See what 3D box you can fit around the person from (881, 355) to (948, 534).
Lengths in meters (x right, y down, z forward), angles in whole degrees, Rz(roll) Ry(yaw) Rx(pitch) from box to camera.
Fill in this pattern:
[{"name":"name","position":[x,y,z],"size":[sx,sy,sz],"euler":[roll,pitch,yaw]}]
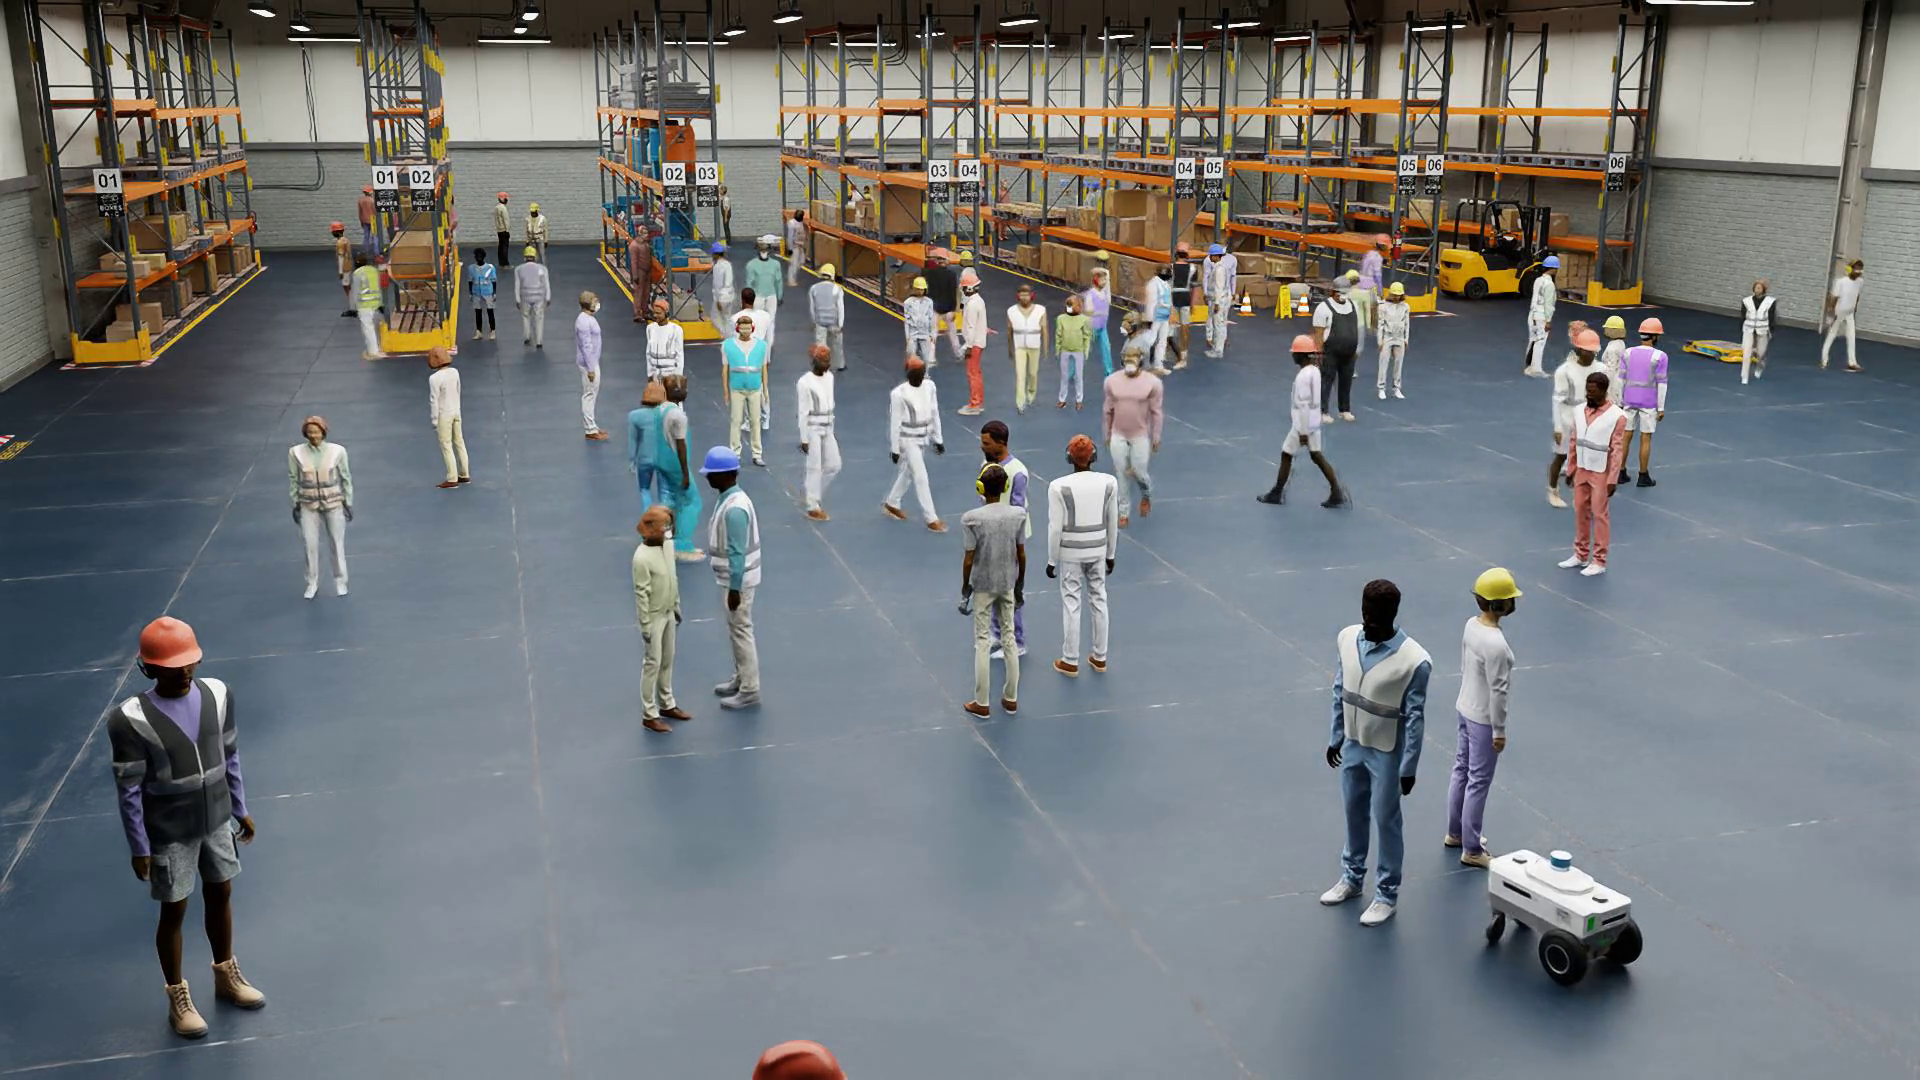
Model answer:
[{"name":"person","position":[-0.519,-1.021,17.182],"size":[0.966,1.840,0.583],"euler":[12,19,37]}]

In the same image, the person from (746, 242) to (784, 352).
[{"name":"person","position":[-3.425,-4.274,29.244],"size":[0.645,1.927,0.442],"euler":[-5,16,-19]}]

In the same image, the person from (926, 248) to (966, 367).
[{"name":"person","position":[-0.264,-3.878,27.724],"size":[0.635,1.932,1.040],"euler":[8,17,29]}]

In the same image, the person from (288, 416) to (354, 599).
[{"name":"person","position":[-5.692,-0.301,14.840],"size":[0.520,1.638,0.314],"euler":[-4,15,-15]}]

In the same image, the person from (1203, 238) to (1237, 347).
[{"name":"person","position":[4.661,-4.445,29.860],"size":[0.636,1.939,0.363],"euler":[-3,15,-11]}]

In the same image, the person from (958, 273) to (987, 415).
[{"name":"person","position":[0.174,-2.769,23.475],"size":[0.410,1.981,0.627],"euler":[3,15,9]}]

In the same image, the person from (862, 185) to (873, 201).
[{"name":"person","position":[-2.696,-9.540,49.189],"size":[0.515,1.866,0.332],"euler":[11,19,37]}]

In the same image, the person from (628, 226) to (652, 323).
[{"name":"person","position":[-6.319,-5.292,33.142],"size":[0.401,1.895,0.655],"euler":[5,16,17]}]

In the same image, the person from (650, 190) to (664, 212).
[{"name":"person","position":[-8.348,-8.762,46.153],"size":[0.596,1.914,0.398],"euler":[13,20,41]}]

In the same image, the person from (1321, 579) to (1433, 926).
[{"name":"person","position":[2.248,1.120,8.980],"size":[0.397,1.911,0.587],"euler":[-11,18,-35]}]

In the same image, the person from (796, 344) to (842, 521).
[{"name":"person","position":[-1.483,-1.130,17.497],"size":[0.403,1.870,0.611],"euler":[9,17,30]}]

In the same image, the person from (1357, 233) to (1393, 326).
[{"name":"person","position":[7.575,-4.634,30.533],"size":[1.087,1.953,0.617],"euler":[1,15,4]}]

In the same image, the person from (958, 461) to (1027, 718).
[{"name":"person","position":[0.231,0.354,11.926],"size":[0.513,1.876,0.328],"euler":[-6,16,-21]}]

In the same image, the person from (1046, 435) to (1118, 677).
[{"name":"person","position":[0.932,0.123,12.781],"size":[0.574,1.881,0.358],"euler":[-5,16,-19]}]

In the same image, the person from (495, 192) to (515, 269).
[{"name":"person","position":[-11.910,-8.082,43.441],"size":[0.391,1.990,0.622],"euler":[-11,19,-36]}]

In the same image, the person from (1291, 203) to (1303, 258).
[{"name":"person","position":[8.802,-7.857,43.049],"size":[0.343,1.760,0.530],"euler":[-10,18,-33]}]

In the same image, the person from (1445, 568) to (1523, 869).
[{"name":"person","position":[3.040,1.018,9.626],"size":[0.309,1.772,0.525],"euler":[-1,15,-3]}]

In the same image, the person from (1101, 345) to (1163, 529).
[{"name":"person","position":[1.779,-1.076,17.228],"size":[0.629,1.922,0.506],"euler":[6,16,20]}]

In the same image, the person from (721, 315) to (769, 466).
[{"name":"person","position":[-2.587,-1.799,20.086],"size":[0.566,1.843,0.389],"euler":[-5,16,-17]}]

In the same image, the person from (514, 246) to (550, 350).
[{"name":"person","position":[-7.617,-4.327,29.663],"size":[0.611,1.804,0.762],"euler":[-4,15,-14]}]

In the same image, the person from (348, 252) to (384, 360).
[{"name":"person","position":[-10.139,-3.970,28.297],"size":[0.574,1.812,0.746],"euler":[4,15,15]}]

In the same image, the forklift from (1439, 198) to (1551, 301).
[{"name":"forklift","position":[11.913,-6.508,37.130],"size":[2.313,2.155,1.214],"euler":[-4,15,-15]}]

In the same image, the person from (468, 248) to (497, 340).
[{"name":"person","position":[-8.782,-4.525,30.616],"size":[0.539,1.698,0.319],"euler":[1,15,3]}]

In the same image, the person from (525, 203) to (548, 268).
[{"name":"person","position":[-10.599,-7.511,41.626],"size":[0.595,1.825,0.404],"euler":[3,15,10]}]

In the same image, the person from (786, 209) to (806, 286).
[{"name":"person","position":[-3.897,-6.953,39.533],"size":[0.431,1.821,0.685],"euler":[3,15,13]}]

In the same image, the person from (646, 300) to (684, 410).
[{"name":"person","position":[-3.766,-2.129,21.260],"size":[0.573,1.880,0.359],"euler":[8,17,28]}]

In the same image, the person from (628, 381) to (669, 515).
[{"name":"person","position":[-3.058,-0.791,16.719],"size":[0.537,1.615,0.474],"euler":[-2,15,-9]}]

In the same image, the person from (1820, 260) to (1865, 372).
[{"name":"person","position":[14.467,-3.656,27.154],"size":[0.569,1.810,0.817],"euler":[-3,15,-10]}]

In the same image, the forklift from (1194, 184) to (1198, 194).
[{"name":"forklift","position":[7.392,-11.333,53.972],"size":[1.873,2.768,1.129],"euler":[-4,15,-15]}]

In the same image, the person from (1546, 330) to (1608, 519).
[{"name":"person","position":[6.586,-1.231,17.672],"size":[0.633,1.982,1.060],"euler":[-2,15,-7]}]

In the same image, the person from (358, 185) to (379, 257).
[{"name":"person","position":[-16.539,-8.928,46.619],"size":[0.613,1.995,0.389],"euler":[4,15,15]}]

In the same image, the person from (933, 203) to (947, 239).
[{"name":"person","position":[-0.644,-10.377,52.789],"size":[0.503,1.628,0.279],"euler":[7,17,26]}]

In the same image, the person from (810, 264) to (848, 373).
[{"name":"person","position":[-2.089,-3.529,26.692],"size":[0.596,1.796,0.866],"euler":[3,15,12]}]

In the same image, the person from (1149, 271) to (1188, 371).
[{"name":"person","position":[3.352,-3.590,27.205],"size":[0.836,1.642,0.542],"euler":[6,16,22]}]

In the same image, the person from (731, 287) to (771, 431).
[{"name":"person","position":[-2.780,-2.413,22.254],"size":[0.597,1.916,0.371],"euler":[-13,19,-40]}]

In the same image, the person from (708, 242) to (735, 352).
[{"name":"person","position":[-4.170,-4.241,29.120],"size":[0.433,1.928,0.617],"euler":[5,16,19]}]

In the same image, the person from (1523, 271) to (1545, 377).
[{"name":"person","position":[9.274,-3.467,26.655],"size":[0.322,1.686,0.534],"euler":[9,17,29]}]
